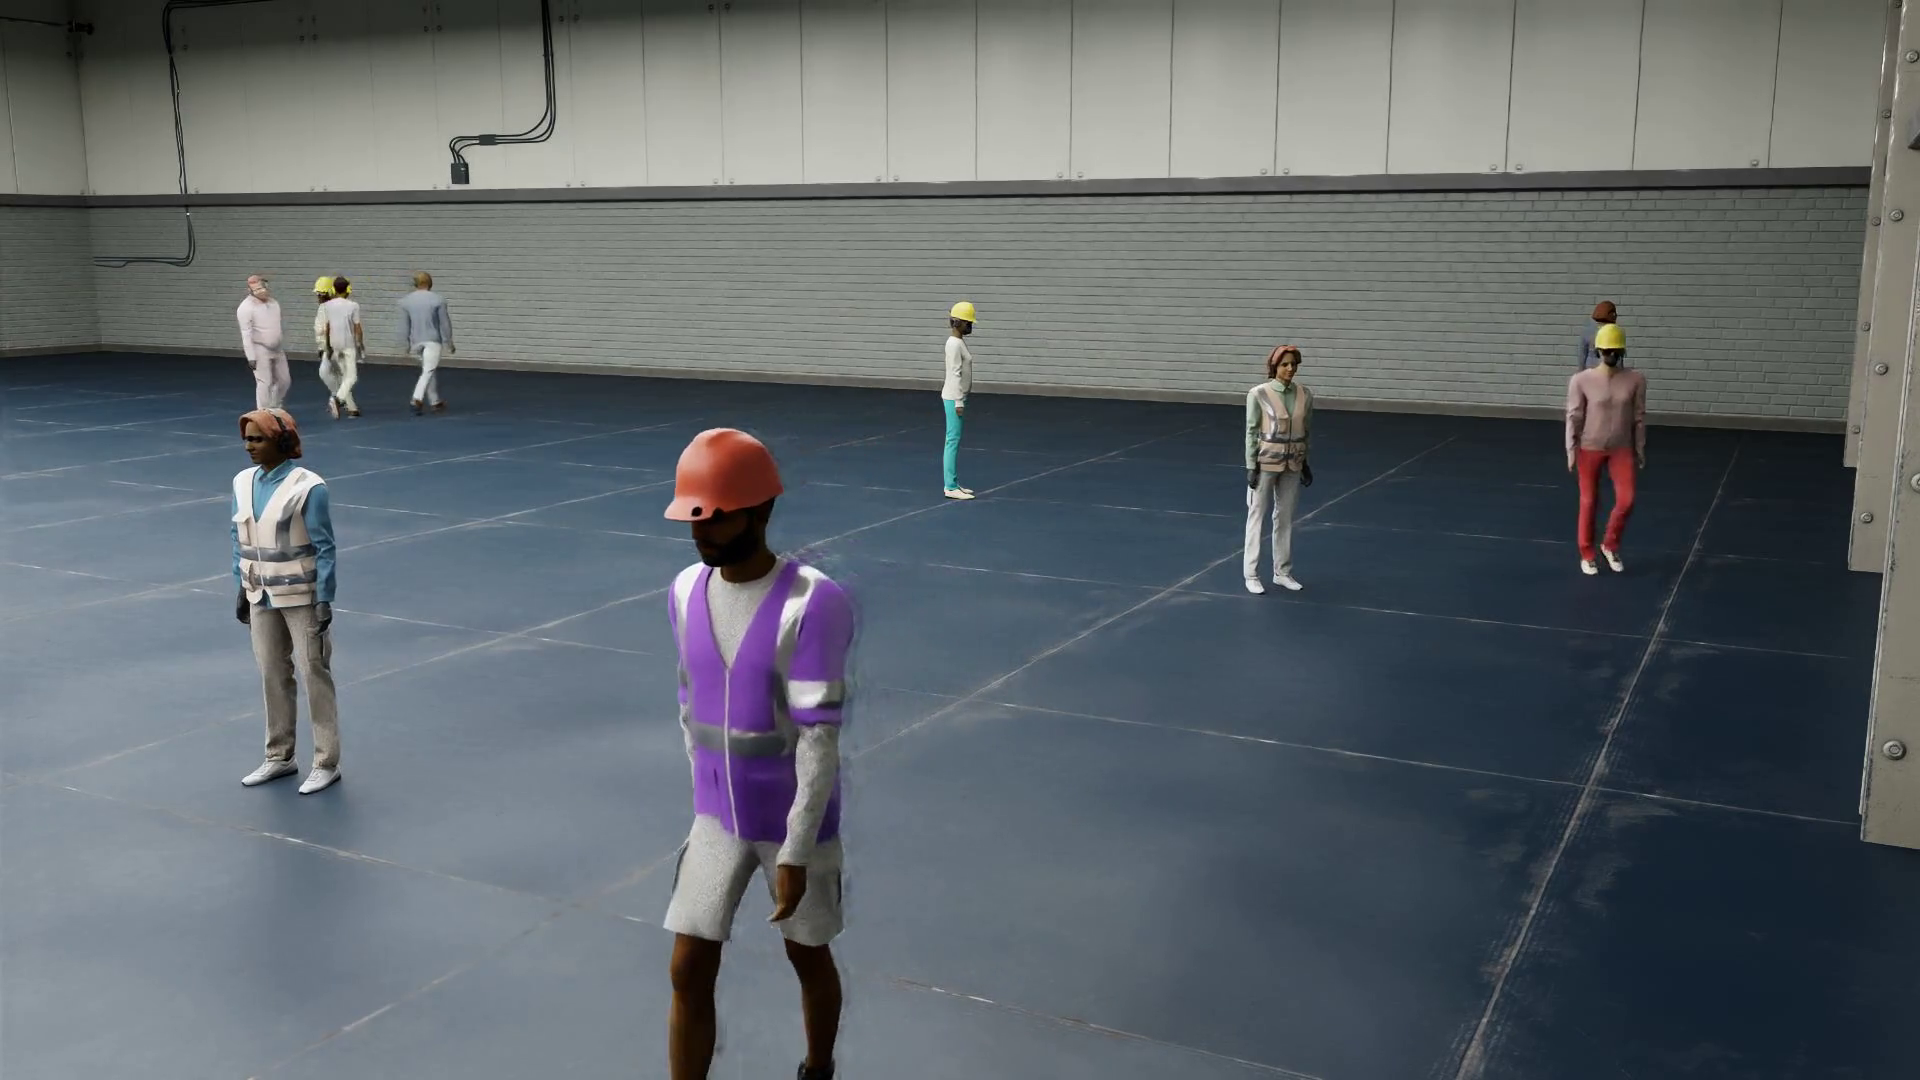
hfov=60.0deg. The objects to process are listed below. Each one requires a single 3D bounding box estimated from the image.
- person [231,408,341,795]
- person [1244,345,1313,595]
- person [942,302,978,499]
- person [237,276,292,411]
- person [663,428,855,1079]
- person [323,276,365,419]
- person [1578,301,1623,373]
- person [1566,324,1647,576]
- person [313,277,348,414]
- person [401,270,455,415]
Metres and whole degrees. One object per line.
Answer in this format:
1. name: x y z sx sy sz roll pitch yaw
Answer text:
1. person: -2.856 0.257 7.039 0.523 1.639 0.309 4 11 23
2. person: 2.100 -0.467 10.983 0.515 1.641 0.314 -4 11 -22
3. person: -0.002 -1.249 14.931 0.327 1.760 0.524 0 10 0
4. person: -8.492 -2.287 20.304 0.500 1.868 0.721 4 11 20
5. person: -0.540 0.689 3.988 0.547 1.898 0.868 5 12 26
6. person: -7.904 -2.452 21.284 0.557 1.839 0.792 2 11 9
7. person: 7.081 -1.823 18.396 0.269 1.632 0.505 -9 14 -40
8. person: 4.449 -0.613 11.461 0.560 1.748 0.410 1 10 5
9. person: -8.275 -2.545 21.859 0.431 1.805 0.635 -7 13 -34
10. person: -7.077 -2.603 21.954 0.636 1.902 0.995 3 11 16
